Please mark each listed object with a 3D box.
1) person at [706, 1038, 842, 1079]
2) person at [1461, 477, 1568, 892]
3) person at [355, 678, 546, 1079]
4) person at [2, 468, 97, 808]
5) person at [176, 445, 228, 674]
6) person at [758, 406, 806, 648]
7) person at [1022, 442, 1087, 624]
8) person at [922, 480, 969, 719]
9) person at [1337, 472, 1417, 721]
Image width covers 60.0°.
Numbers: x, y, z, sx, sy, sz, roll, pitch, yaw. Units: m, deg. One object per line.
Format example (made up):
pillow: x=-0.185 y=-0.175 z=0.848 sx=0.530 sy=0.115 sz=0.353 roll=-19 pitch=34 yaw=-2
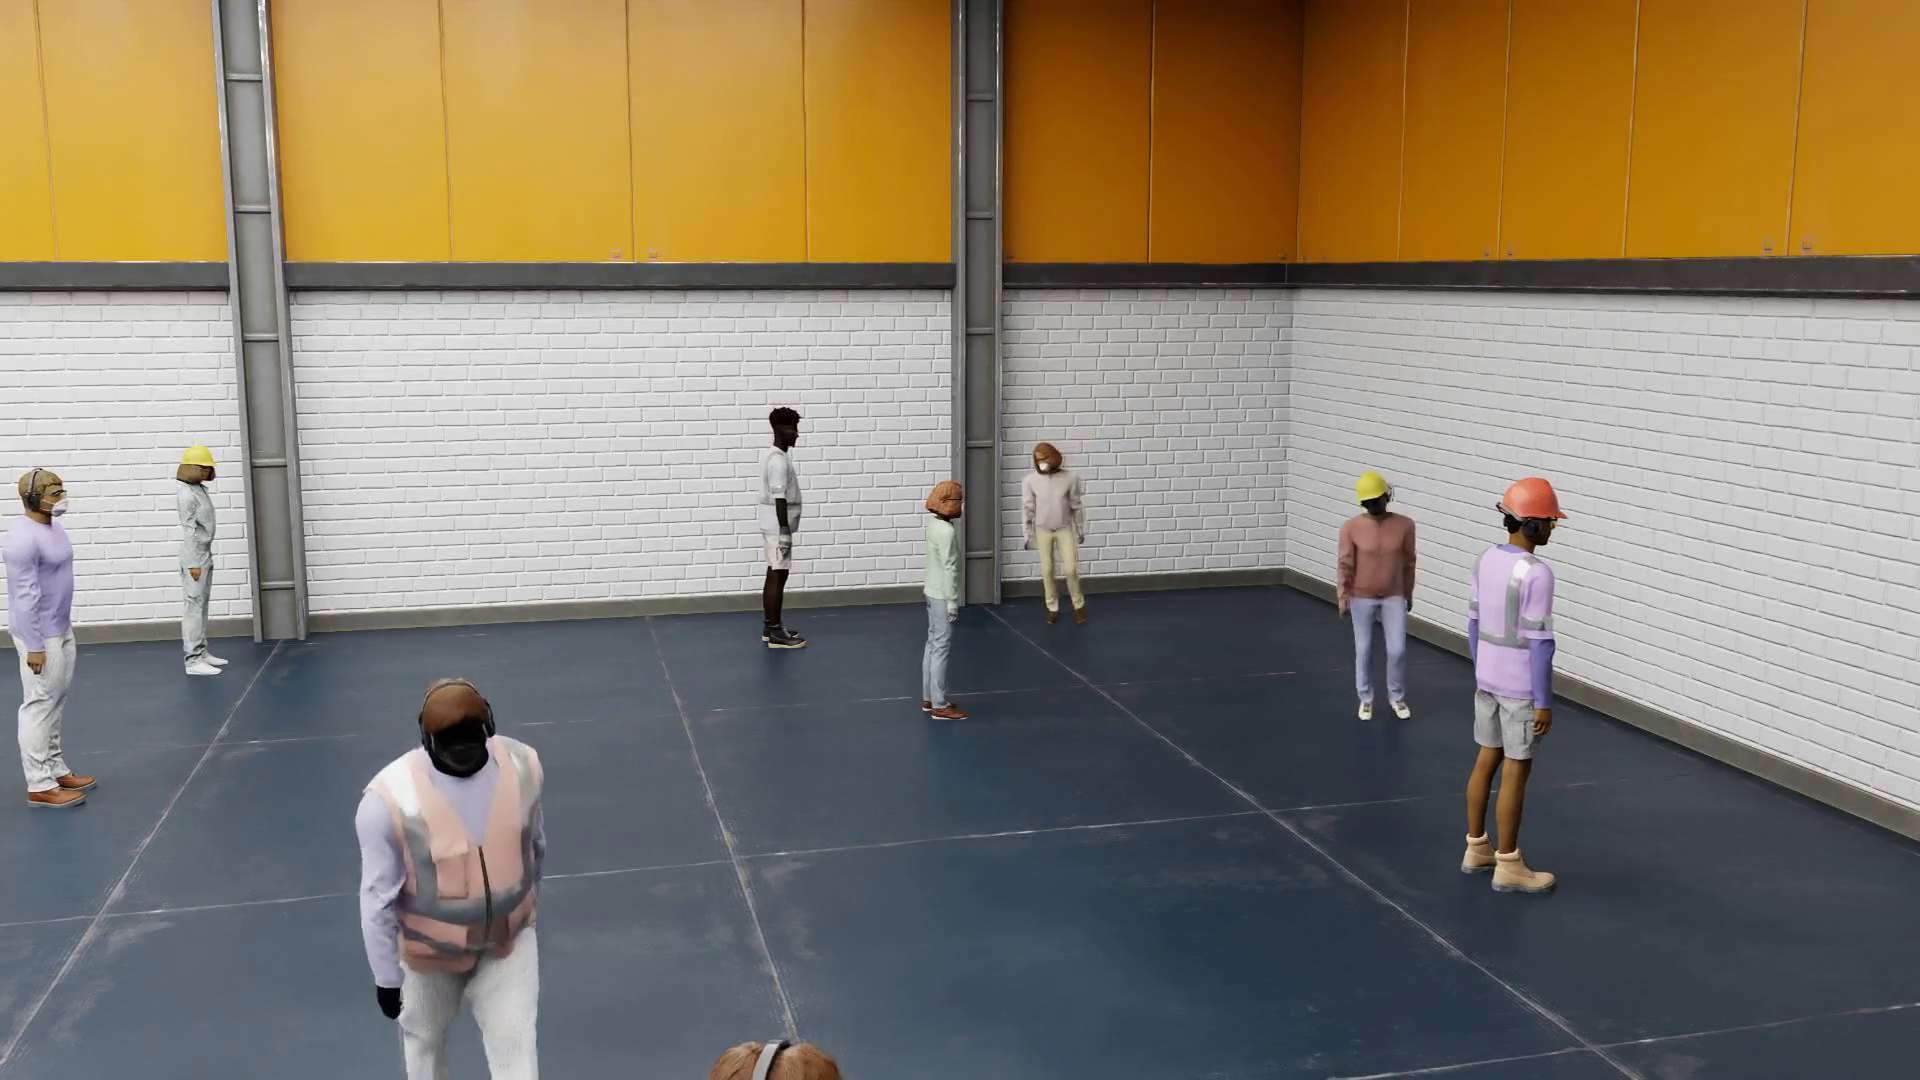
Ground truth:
person: x=-0.310 y=1.691 z=2.714 sx=0.429 sy=1.840 sz=0.627 roll=-2 pitch=9 yaw=-13
person: x=2.759 y=0.705 z=8.233 sx=0.395 sy=2.042 sz=0.611 roll=-2 pitch=9 yaw=-13
person: x=-1.606 y=1.298 z=5.375 sx=0.631 sy=1.774 sz=1.023 roll=-6 pitch=11 yaw=-34
person: x=-5.230 y=0.550 z=9.525 sx=0.362 sy=1.938 sz=0.631 roll=-2 pitch=9 yaw=-13
person: x=-5.780 y=0.145 z=12.670 sx=0.322 sy=1.741 sz=0.489 roll=-2 pitch=9 yaw=-13
person: x=-1.461 y=-0.108 z=13.551 sx=0.366 sy=1.962 sz=0.610 roll=-2 pitch=9 yaw=-13
person: x=0.798 y=-0.056 z=14.348 sx=0.540 sy=1.595 sz=0.407 roll=0 pitch=9 yaw=1
person: x=-0.107 y=0.403 z=11.391 sx=0.271 sy=1.632 sz=0.503 roll=-2 pitch=9 yaw=-13
person: x=2.792 y=0.387 z=11.194 sx=0.543 sy=1.725 sz=0.488 roll=0 pitch=9 yaw=3
